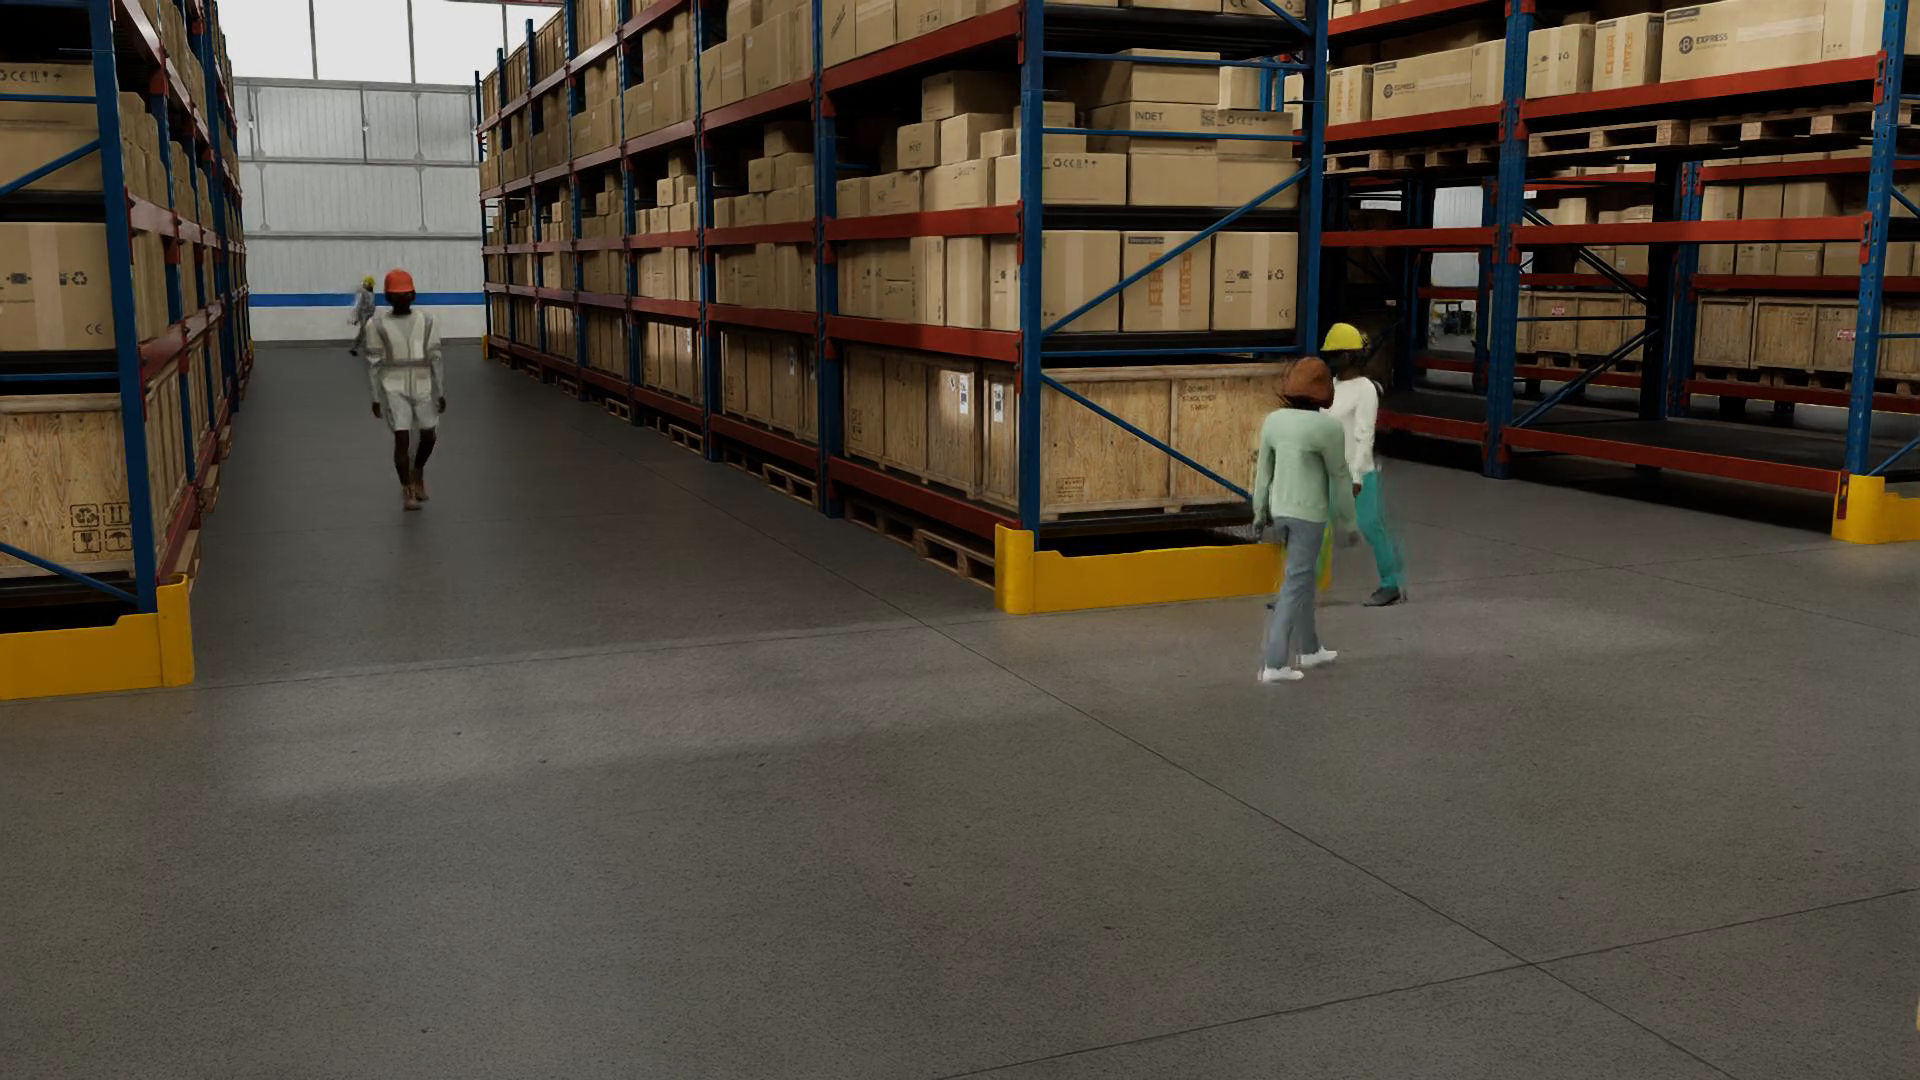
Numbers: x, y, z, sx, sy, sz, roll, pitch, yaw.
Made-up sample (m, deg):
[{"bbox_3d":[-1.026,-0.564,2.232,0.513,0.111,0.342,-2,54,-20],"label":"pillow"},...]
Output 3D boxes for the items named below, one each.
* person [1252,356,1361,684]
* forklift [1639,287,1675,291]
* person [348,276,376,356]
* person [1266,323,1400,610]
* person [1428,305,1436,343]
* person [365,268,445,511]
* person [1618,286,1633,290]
[{"bbox_3d":[1.771,-0.102,8.250,0.709,1.606,0.522,-6,11,-31],"label":"person"},{"bbox_3d":[13.111,-4.584,31.320,1.873,2.768,1.129,-2,10,-14],"label":"forklift"},{"bbox_3d":[-13.148,-4.913,36.608,0.928,1.783,0.634,1,10,9],"label":"person"},{"bbox_3d":[2.292,-0.426,9.880,0.902,1.718,0.538,-5,10,-25],"label":"person"},{"bbox_3d":[11.672,-5.753,41.751,0.573,1.728,0.498,-5,11,-28],"label":"person"},{"bbox_3d":[-4.628,-1.253,13.919,0.629,2.023,0.451,-5,11,-30],"label":"person"},{"bbox_3d":[16.495,-5.734,41.119,0.403,1.906,0.651,-7,12,-37],"label":"person"}]
